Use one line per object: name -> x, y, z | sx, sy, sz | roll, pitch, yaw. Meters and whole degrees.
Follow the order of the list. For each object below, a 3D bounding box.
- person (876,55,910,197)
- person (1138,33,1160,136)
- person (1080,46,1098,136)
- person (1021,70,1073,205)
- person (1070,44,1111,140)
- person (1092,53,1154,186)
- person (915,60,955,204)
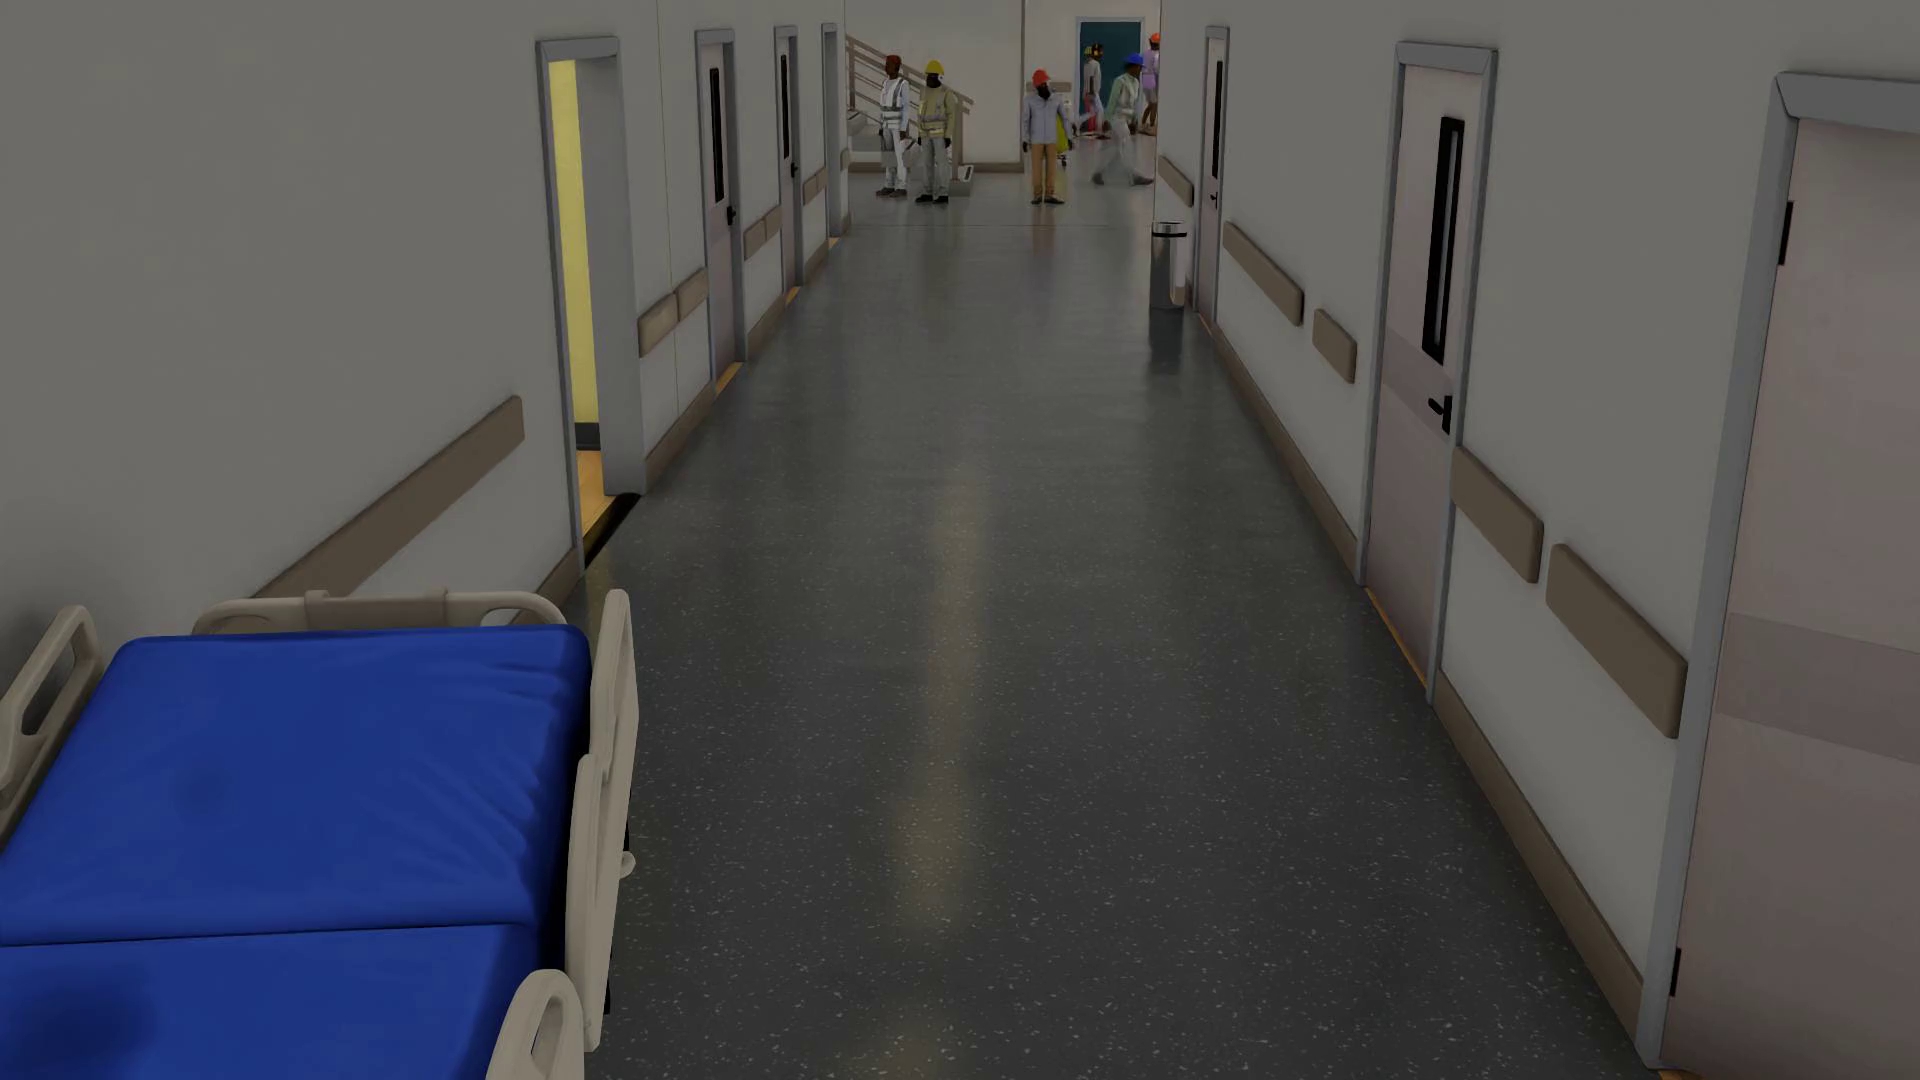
person -> -0.910, -5.620, 22.612 | 0.355, 1.885, 0.575 | -15, 23, -38
person -> 3.904, -9.208, 33.668 | 0.406, 2.027, 0.620 | -7, 19, -22
person -> 2.630, -9.112, 33.778 | 0.326, 1.767, 0.533 | 12, 21, 32
person -> 1.127, -5.226, 21.627 | 0.659, 1.729, 0.400 | -2, 18, -8
person -> 2.593, -8.809, 32.702 | 0.794, 1.844, 0.529 | 3, 18, 9
person -> 2.328, -6.085, 24.104 | 0.979, 1.875, 0.645 | 9, 20, 27
person -> -0.342, -5.339, 21.815 | 0.598, 1.833, 0.403 | 14, 22, 37
